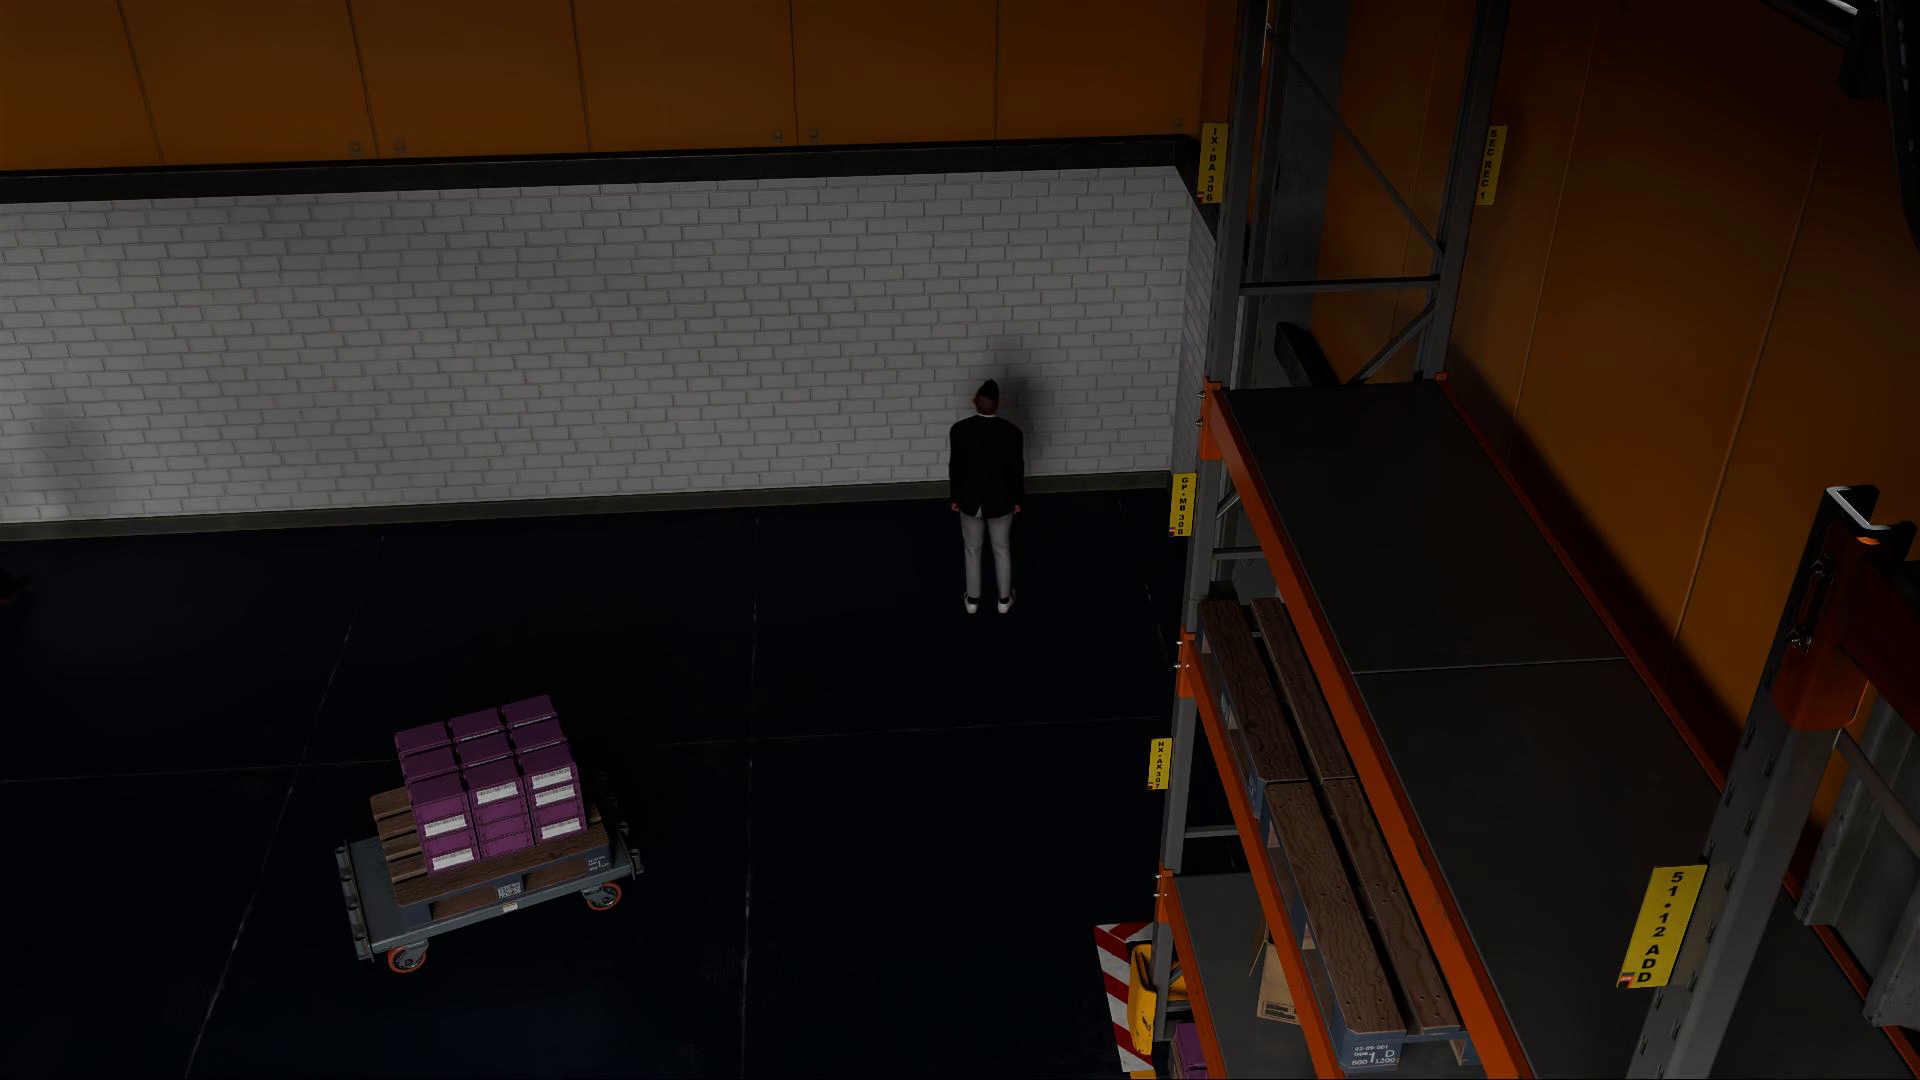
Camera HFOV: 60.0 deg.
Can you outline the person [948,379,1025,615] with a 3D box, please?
[{"bbox_3d":[0.192,-0.320,12.078,0.746,1.948,0.671,3,34,5],"label":"person"}]
